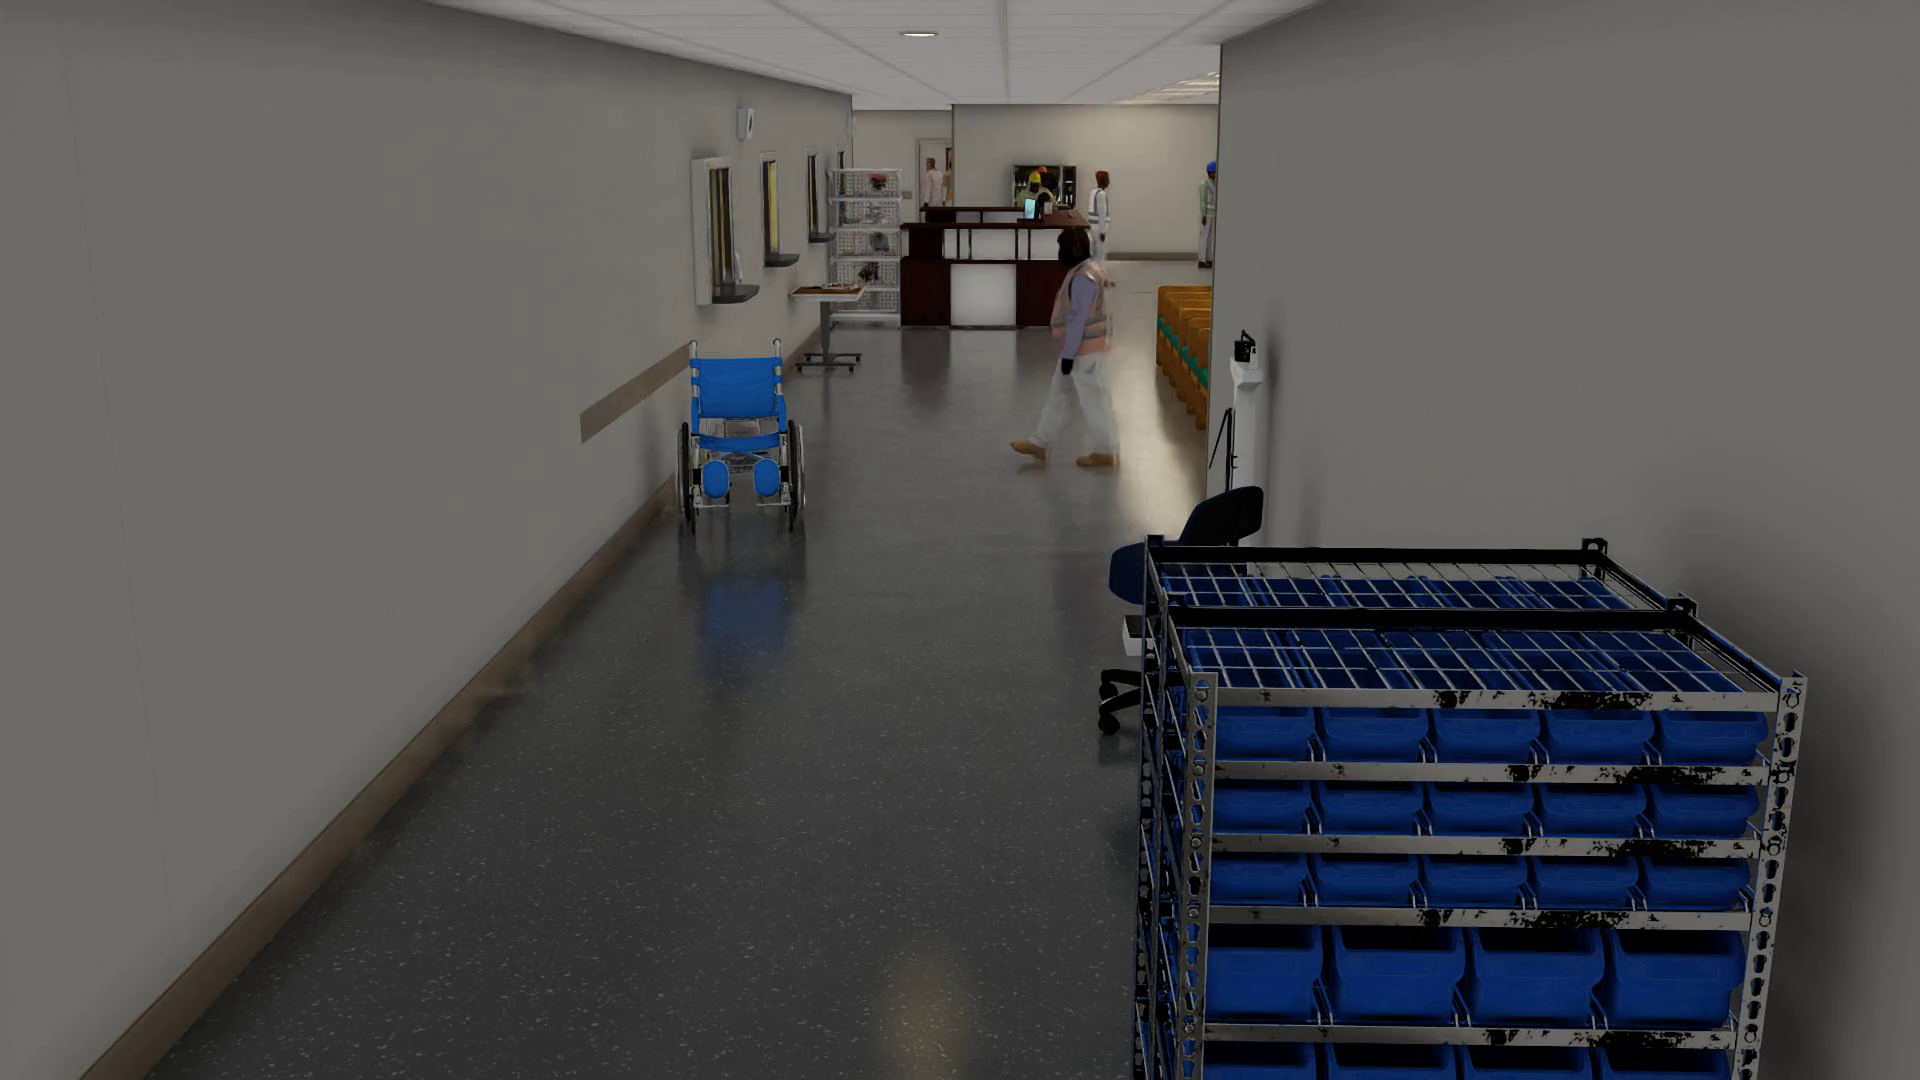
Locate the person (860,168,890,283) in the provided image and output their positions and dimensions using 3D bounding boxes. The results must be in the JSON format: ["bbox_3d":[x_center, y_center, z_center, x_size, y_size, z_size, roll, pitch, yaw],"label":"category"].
[{"bbox_3d":[-1.338,-5.011,26.804,0.457,1.925,0.574,-3,14,-13],"label":"person"}]

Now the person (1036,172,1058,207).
[{"bbox_3d":[1.469,-5.259,28.016,0.431,1.835,0.625,3,14,12],"label":"person"}]

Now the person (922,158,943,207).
[{"bbox_3d":[-0.662,-7.771,38.043,0.401,1.906,0.649,7,16,27],"label":"person"}]

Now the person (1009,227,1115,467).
[{"bbox_3d":[0.775,-1.446,12.583,0.906,1.801,0.640,1,14,5],"label":"person"}]

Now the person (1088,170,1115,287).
[{"bbox_3d":[2.304,-5.094,27.239,0.395,1.883,0.585,-3,14,-13],"label":"person"}]

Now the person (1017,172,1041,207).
[{"bbox_3d":[1.271,-5.412,28.648,0.595,1.825,0.404,-1,14,-4],"label":"person"}]

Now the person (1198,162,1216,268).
[{"bbox_3d":[4.647,-6.043,30.943,0.395,1.949,0.602,10,17,35],"label":"person"}]
